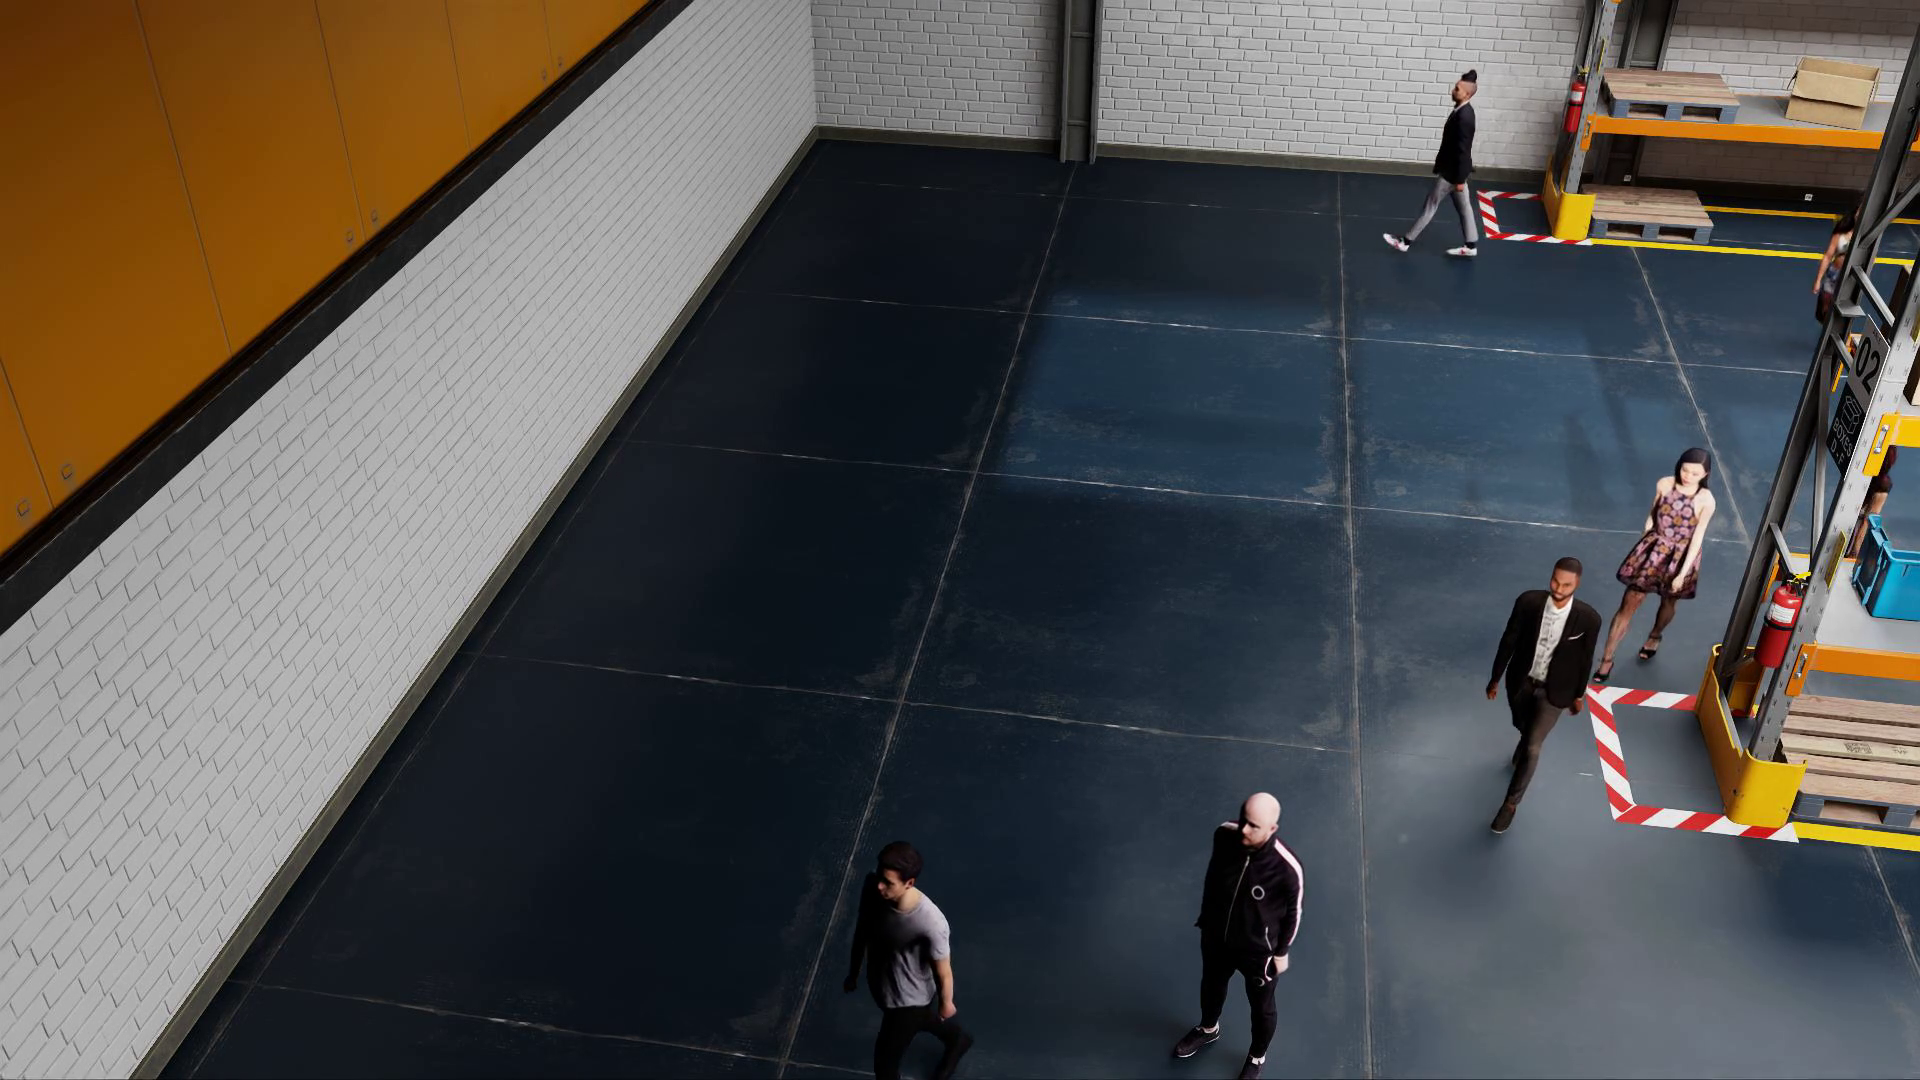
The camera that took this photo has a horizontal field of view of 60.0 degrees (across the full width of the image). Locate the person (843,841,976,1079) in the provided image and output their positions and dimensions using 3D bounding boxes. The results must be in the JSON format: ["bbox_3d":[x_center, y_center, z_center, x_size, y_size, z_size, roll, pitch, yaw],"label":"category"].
[{"bbox_3d":[-0.209,2.090,7.946,1.209,1.835,1.213,-26,42,-33],"label":"person"}]

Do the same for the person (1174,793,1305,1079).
[{"bbox_3d":[1.405,1.939,8.172,0.699,1.837,0.817,25,41,33],"label":"person"}]

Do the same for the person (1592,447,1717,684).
[{"bbox_3d":[4.718,0.126,10.985,1.060,1.742,1.023,28,43,35],"label":"person"}]

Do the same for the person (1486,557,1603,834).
[{"bbox_3d":[3.467,0.822,9.918,1.208,1.764,1.052,20,38,27],"label":"person"}]

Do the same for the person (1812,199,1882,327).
[{"bbox_3d":[7.811,-2.267,14.712,0.986,1.602,0.873,20,38,27],"label":"person"}]

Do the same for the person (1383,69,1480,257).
[{"bbox_3d":[5.030,-3.695,16.590,1.184,1.902,0.753,7,34,10],"label":"person"}]
